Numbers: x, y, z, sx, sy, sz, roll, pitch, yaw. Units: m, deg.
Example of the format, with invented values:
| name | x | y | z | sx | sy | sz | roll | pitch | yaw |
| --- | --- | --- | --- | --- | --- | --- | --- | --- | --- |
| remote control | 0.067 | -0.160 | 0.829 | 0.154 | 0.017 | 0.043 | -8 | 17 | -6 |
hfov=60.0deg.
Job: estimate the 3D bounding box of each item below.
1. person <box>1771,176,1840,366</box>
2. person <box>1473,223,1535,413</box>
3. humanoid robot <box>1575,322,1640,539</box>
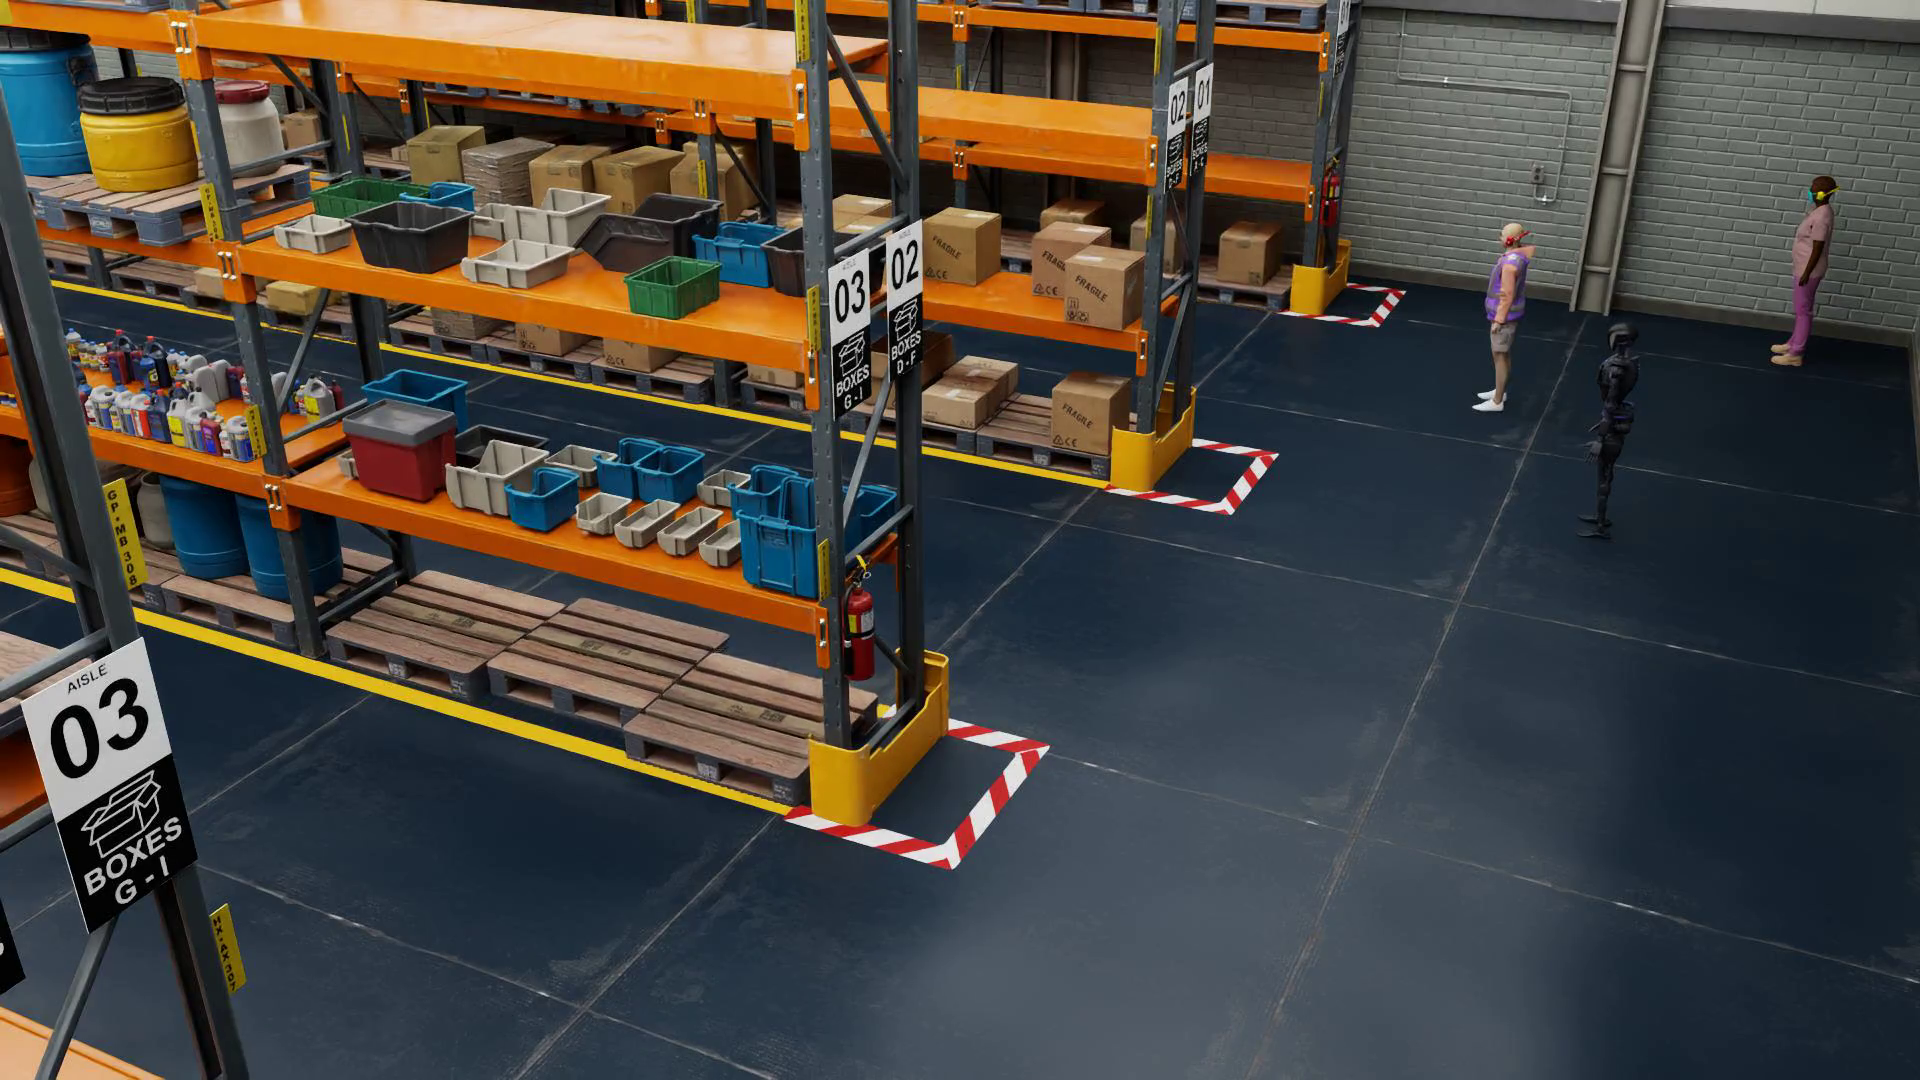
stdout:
| name | x | y | z | sx | sy | sz | roll | pitch | yaw |
| --- | --- | --- | --- | --- | --- | --- | --- | --- | --- |
| person | 8.013 | -2.548 | 15.738 | 0.330 | 1.800 | 0.539 | 12 | 29 | 23 |
| person | 4.788 | -1.956 | 14.658 | 0.341 | 1.692 | 0.494 | 12 | 29 | 23 |
| humanoid robot | 4.821 | -0.819 | 12.361 | 0.315 | 1.655 | 0.599 | 12 | 29 | 23 |
